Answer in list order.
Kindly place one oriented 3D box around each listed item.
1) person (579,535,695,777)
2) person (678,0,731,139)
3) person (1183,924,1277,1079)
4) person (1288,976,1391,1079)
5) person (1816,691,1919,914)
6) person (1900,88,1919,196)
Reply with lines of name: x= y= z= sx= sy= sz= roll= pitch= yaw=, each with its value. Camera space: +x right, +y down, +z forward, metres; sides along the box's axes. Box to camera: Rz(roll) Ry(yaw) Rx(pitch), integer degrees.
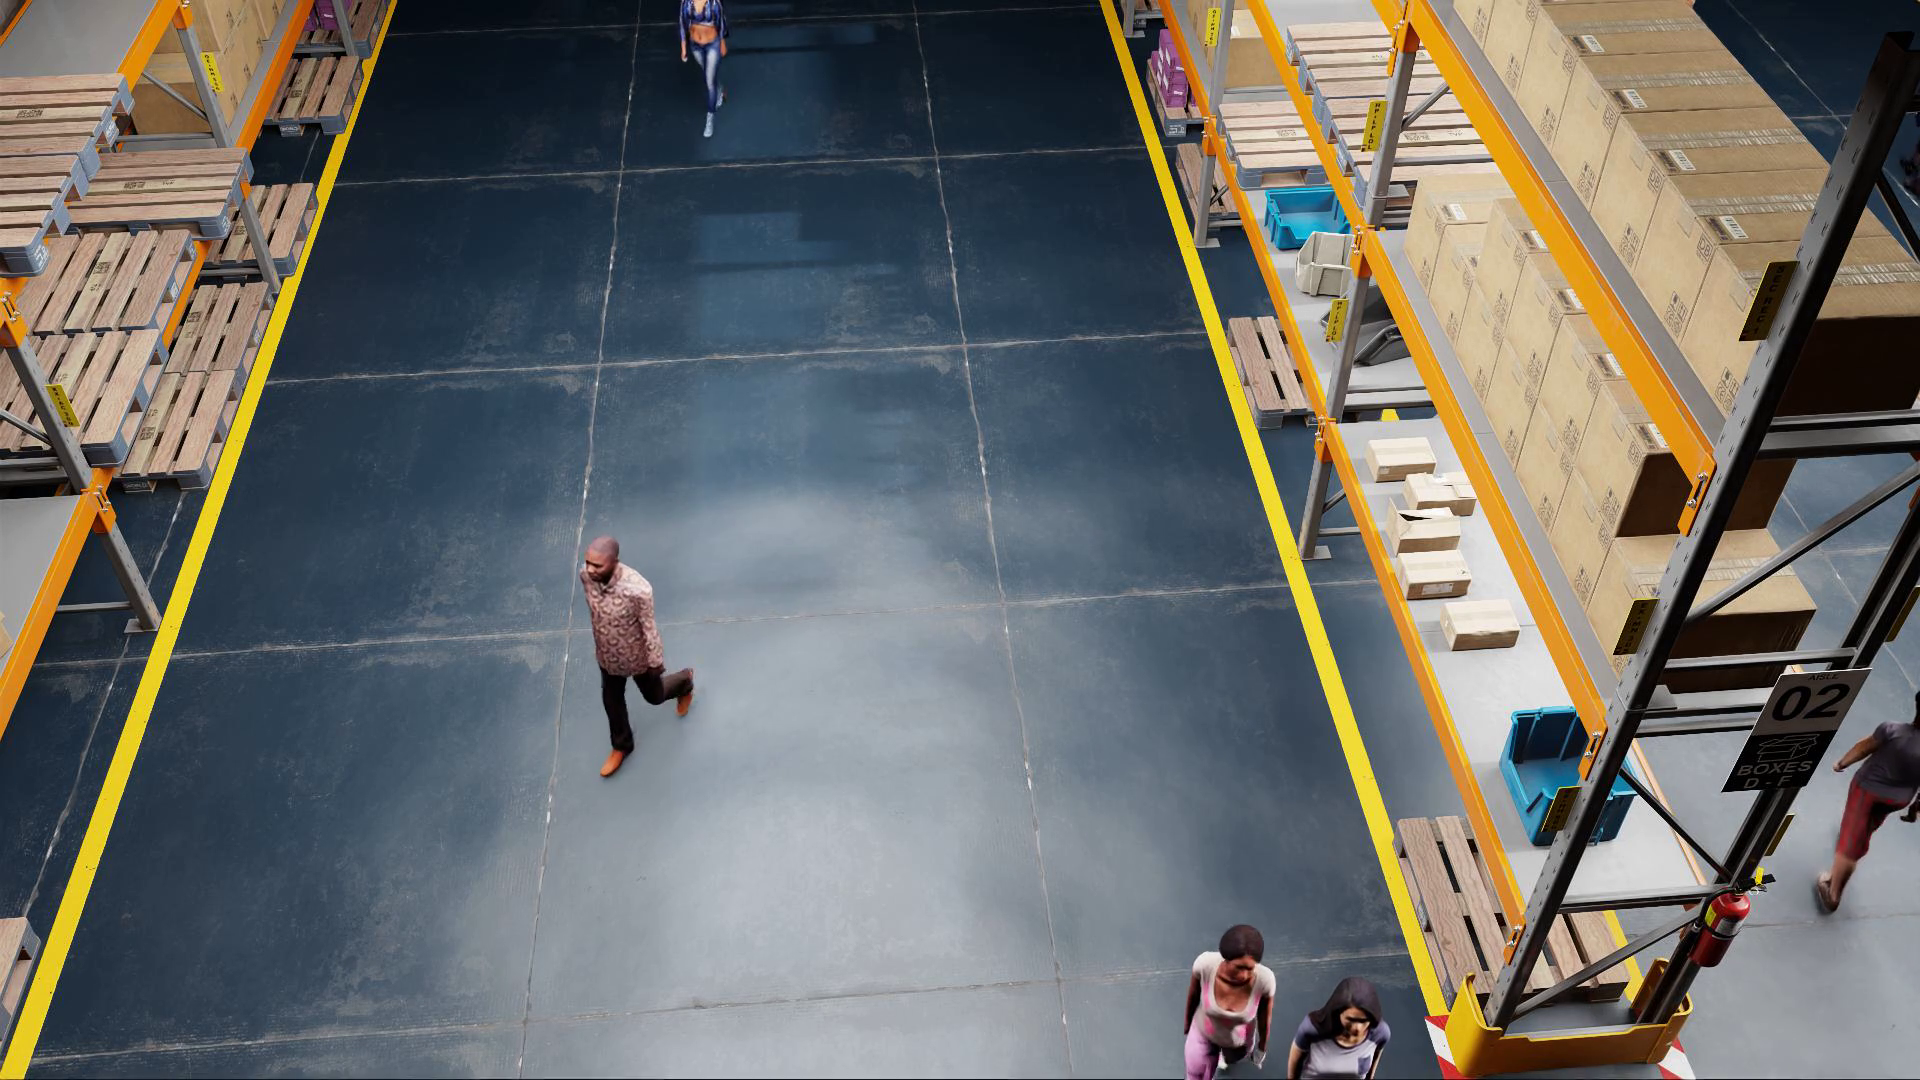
person: x=-1.979 y=0.617 z=10.156 sx=1.047 sy=1.780 sz=1.213 roll=19 pitch=47 yaw=19
person: x=-2.423 y=-4.747 z=15.934 sx=0.830 sy=1.577 sz=1.122 roll=9 pitch=44 yaw=9
person: x=1.343 y=2.404 z=8.338 sx=0.874 sy=1.700 sz=1.233 roll=10 pitch=45 yaw=10
person: x=1.797 y=2.637 z=8.090 sx=0.604 sy=1.706 sz=0.537 roll=0 pitch=44 yaw=0
person: x=5.173 y=1.496 z=9.351 sx=0.888 sy=1.617 sz=1.129 roll=13 pitch=45 yaw=13
person: x=8.900 y=-3.867 z=14.951 sx=0.697 sy=1.658 sz=0.784 roll=-7 pitch=44 yaw=-7
